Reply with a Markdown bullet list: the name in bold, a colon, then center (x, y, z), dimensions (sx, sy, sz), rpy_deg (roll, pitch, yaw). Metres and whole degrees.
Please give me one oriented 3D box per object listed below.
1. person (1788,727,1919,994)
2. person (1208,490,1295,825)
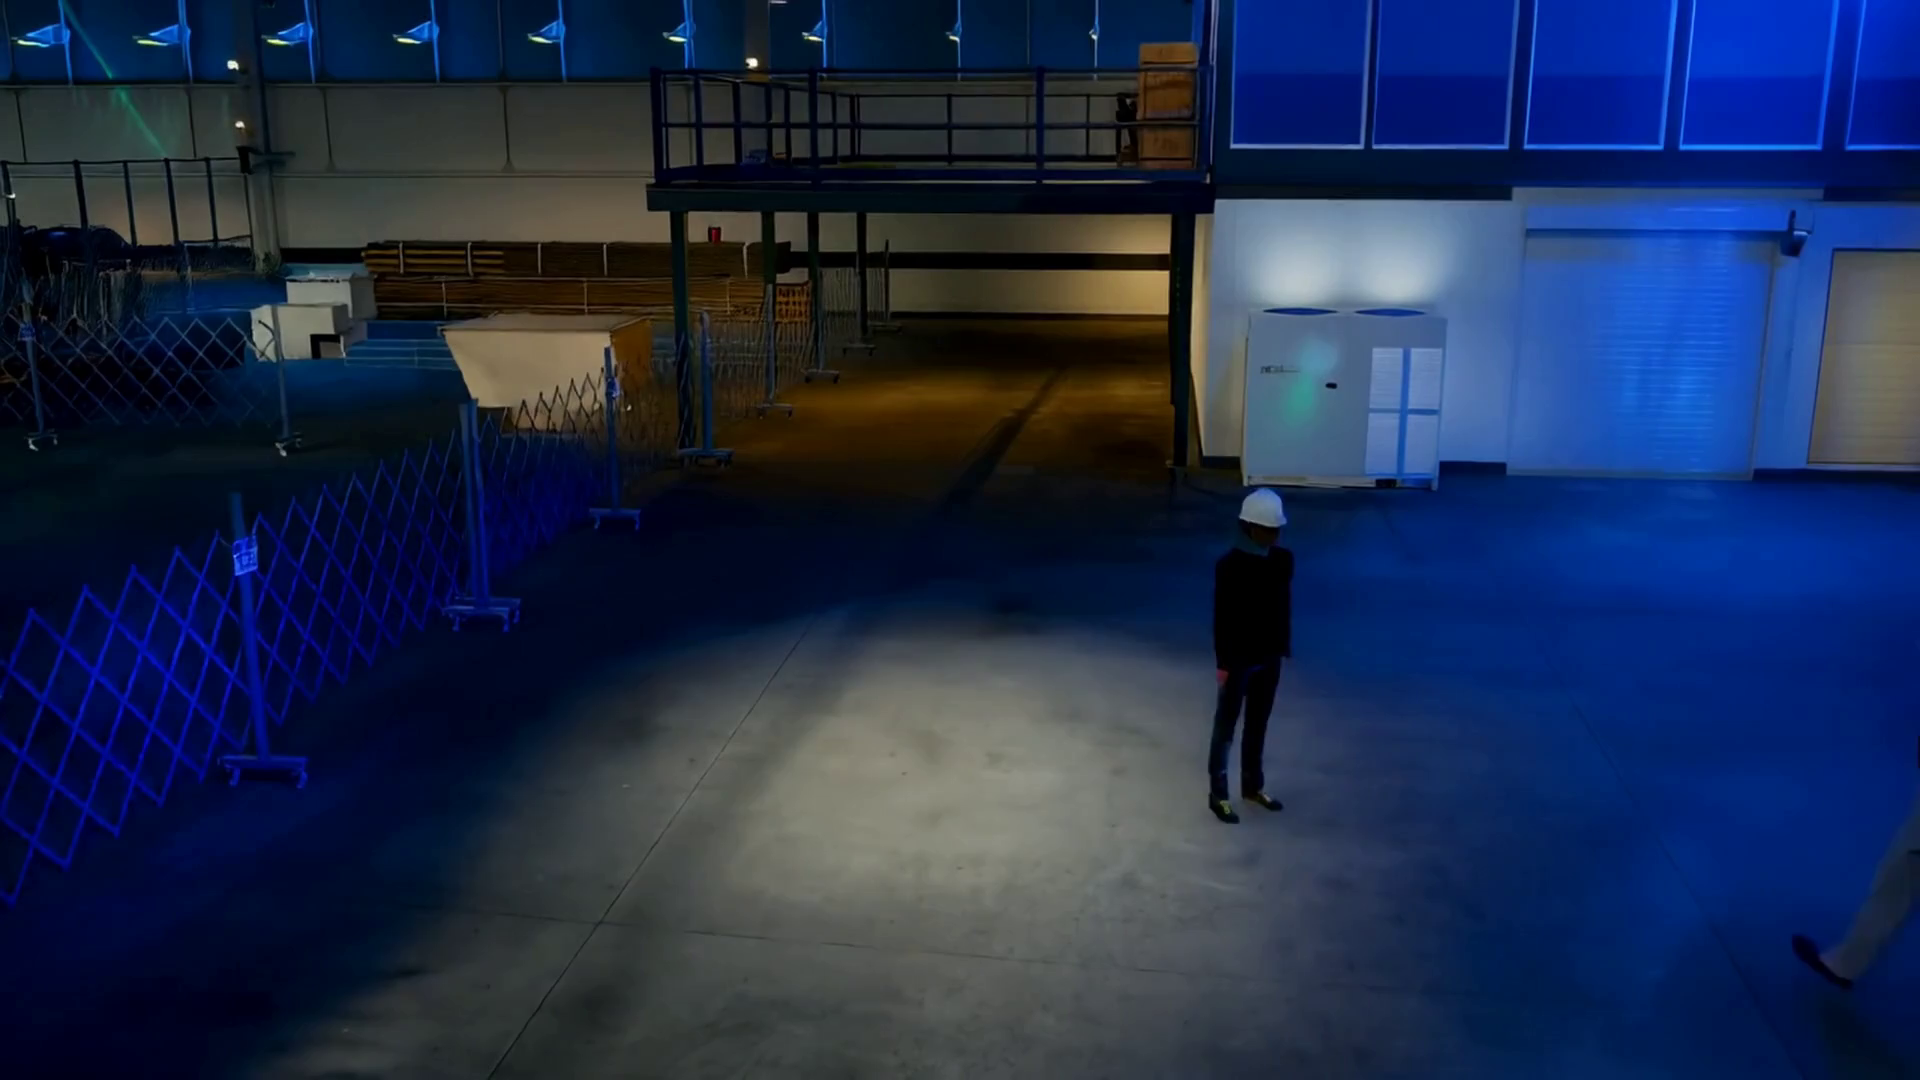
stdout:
- **person**: center (3.890, 1.094, 6.583), dimensions (0.533, 1.788, 0.986), rpy_deg (-7, 15, -27)
- **person**: center (1.536, 0.603, 8.655), dimensions (0.535, 1.764, 0.338), rpy_deg (-8, 16, -31)
